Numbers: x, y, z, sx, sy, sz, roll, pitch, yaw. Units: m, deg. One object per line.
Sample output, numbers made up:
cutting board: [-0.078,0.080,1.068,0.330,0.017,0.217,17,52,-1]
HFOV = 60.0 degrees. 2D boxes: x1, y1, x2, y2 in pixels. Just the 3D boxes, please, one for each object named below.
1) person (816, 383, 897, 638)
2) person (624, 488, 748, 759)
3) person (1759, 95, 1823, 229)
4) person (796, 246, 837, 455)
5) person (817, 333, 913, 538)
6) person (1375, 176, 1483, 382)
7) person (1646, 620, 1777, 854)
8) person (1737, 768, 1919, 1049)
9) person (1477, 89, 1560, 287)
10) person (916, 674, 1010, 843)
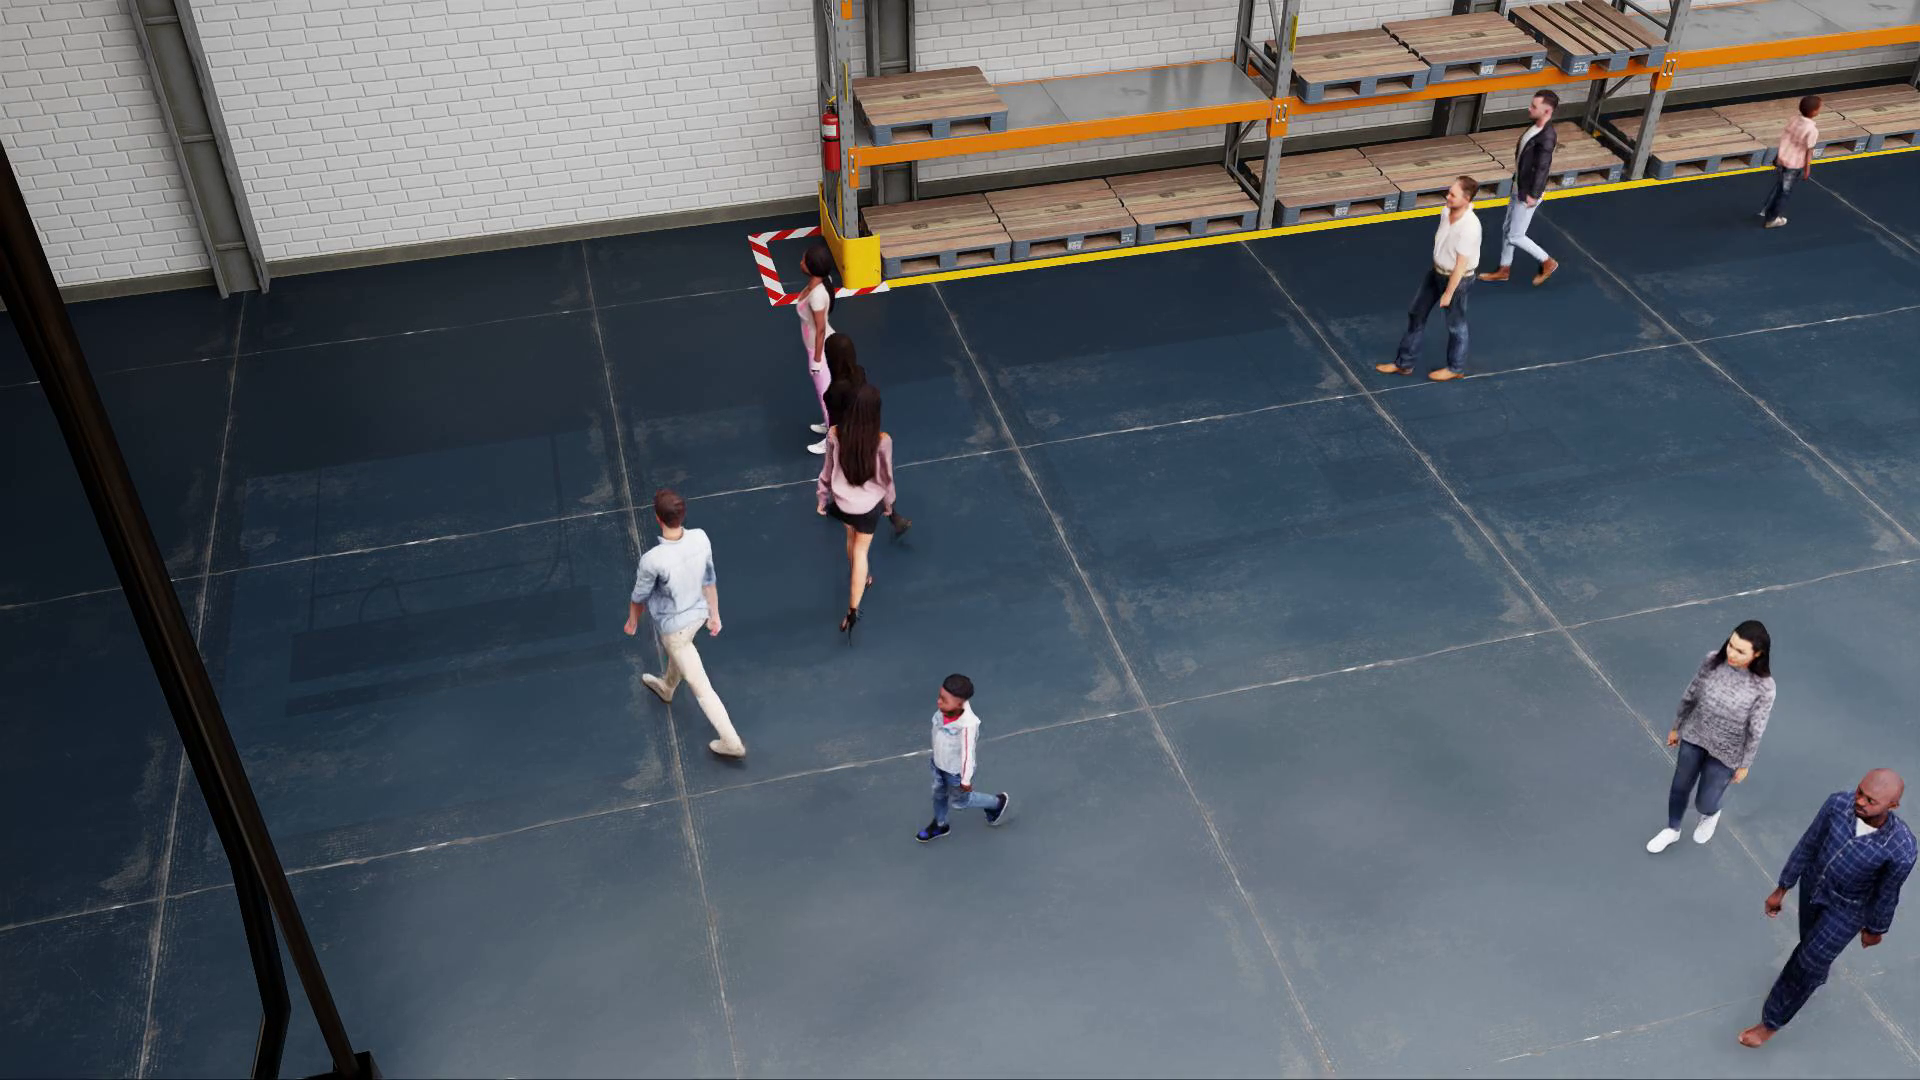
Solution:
person: [-0.664,-0.150,10.880,1.038,1.774,0.999,4,39,5]
person: [-1.604,0.558,9.976,1.207,1.796,1.268,27,46,30]
person: [7.681,-3.513,15.470,0.500,1.300,0.531,-13,41,-16]
person: [-1.038,-1.437,12.519,0.605,1.740,0.631,2,39,3]
person: [-0.694,-0.685,11.683,1.120,1.607,1.021,17,42,20]
person: [3.998,-2.061,13.233,0.969,1.824,0.718,-7,39,-8]
person: [4.290,1.108,9.349,0.787,1.719,0.746,-25,45,-28]
person: [4.515,1.774,8.457,0.984,1.792,0.719,-14,41,-17]
person: [5.009,-3.029,14.444,0.969,1.825,0.829,3,39,4]
person: [0.017,1.245,9.557,0.820,1.246,0.571,-17,42,-20]
